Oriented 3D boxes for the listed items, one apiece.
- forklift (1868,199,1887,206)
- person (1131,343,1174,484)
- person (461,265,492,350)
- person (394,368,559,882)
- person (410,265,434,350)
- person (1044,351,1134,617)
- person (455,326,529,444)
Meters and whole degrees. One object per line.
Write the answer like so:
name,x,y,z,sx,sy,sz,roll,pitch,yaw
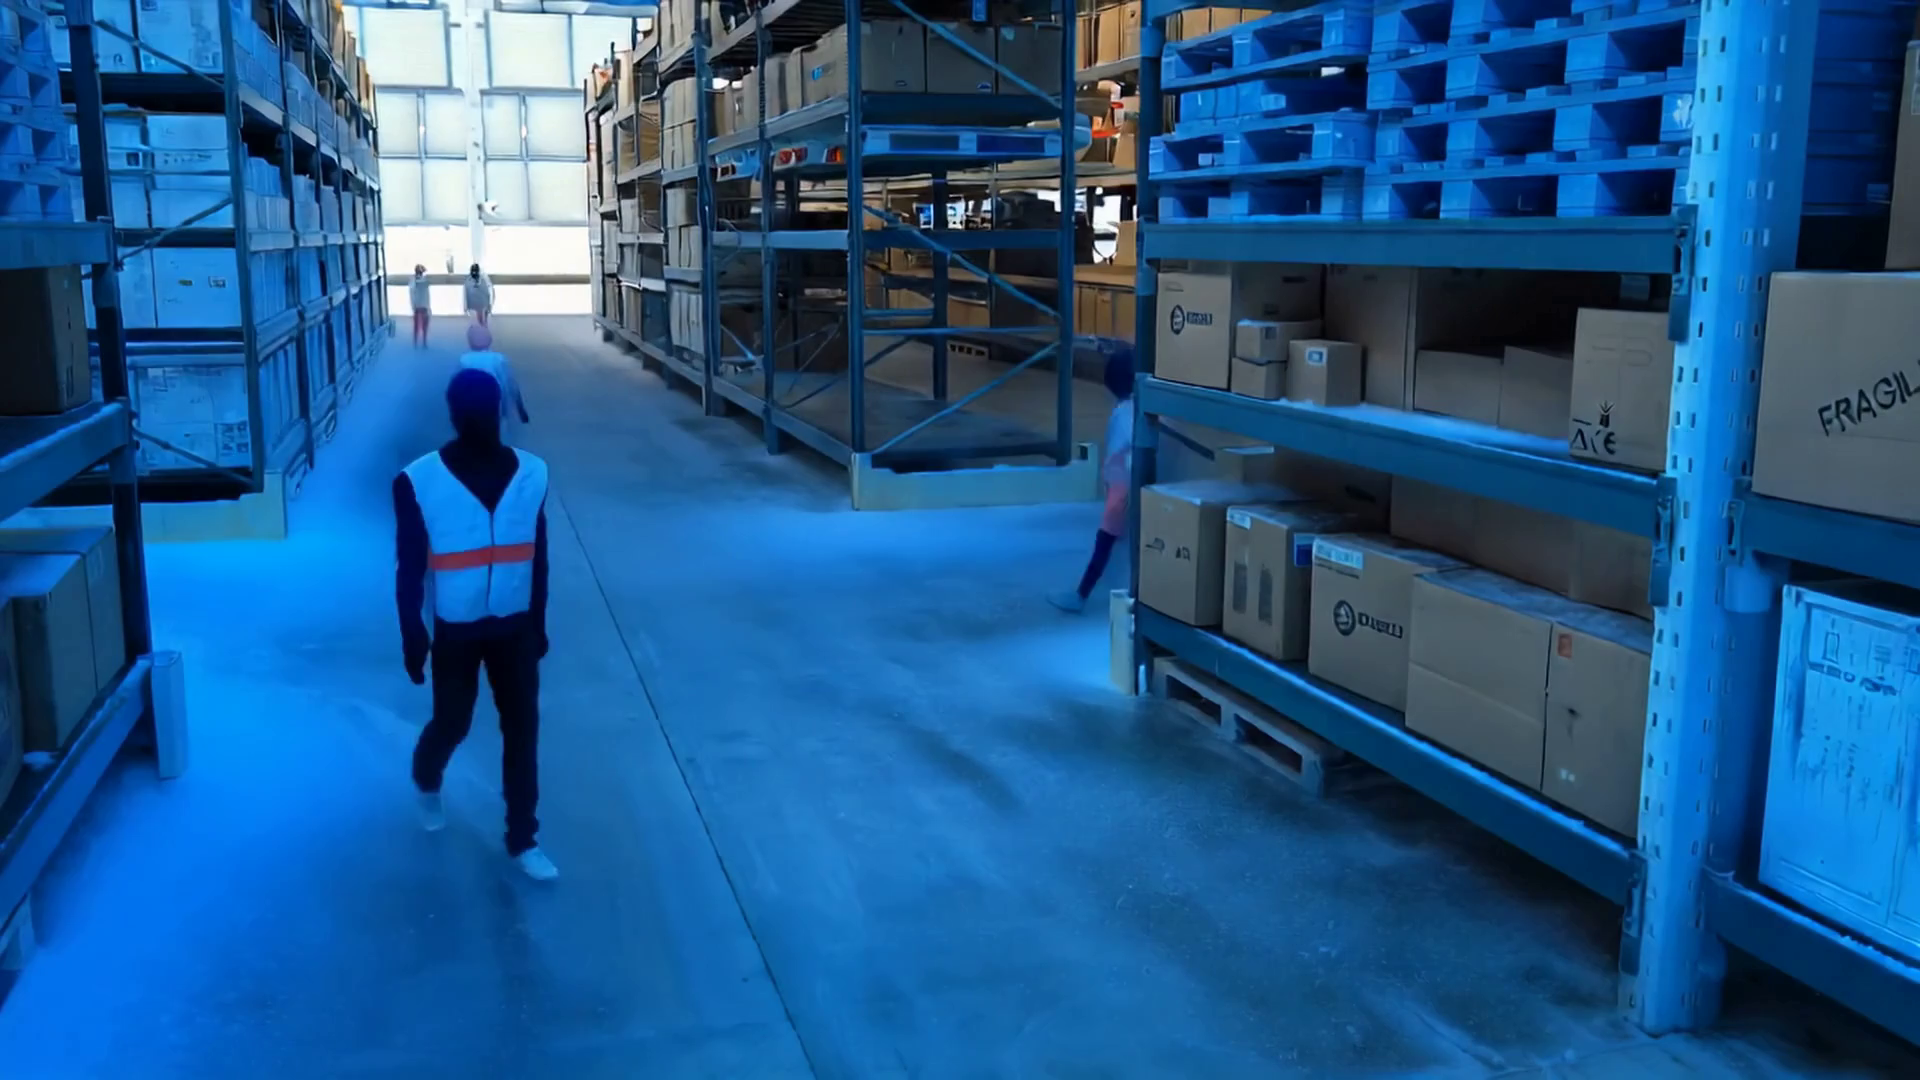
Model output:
forklift,11.338,-2.915,21.052,1.129,2.768,1.873,-3,11,-17
person,1.617,-1.044,14.308,0.524,1.598,0.709,4,11,21
person,-9.835,-4.706,33.874,0.611,1.777,0.942,-3,11,-18
person,-1.844,0.288,6.240,0.601,1.891,0.865,-9,13,-39
person,-11.244,-4.839,34.721,0.338,1.753,0.578,5,11,25
person,0.987,-0.333,10.245,0.869,1.644,0.545,2,11,11
person,-4.090,-1.061,14.452,0.527,1.577,0.896,2,11,11
